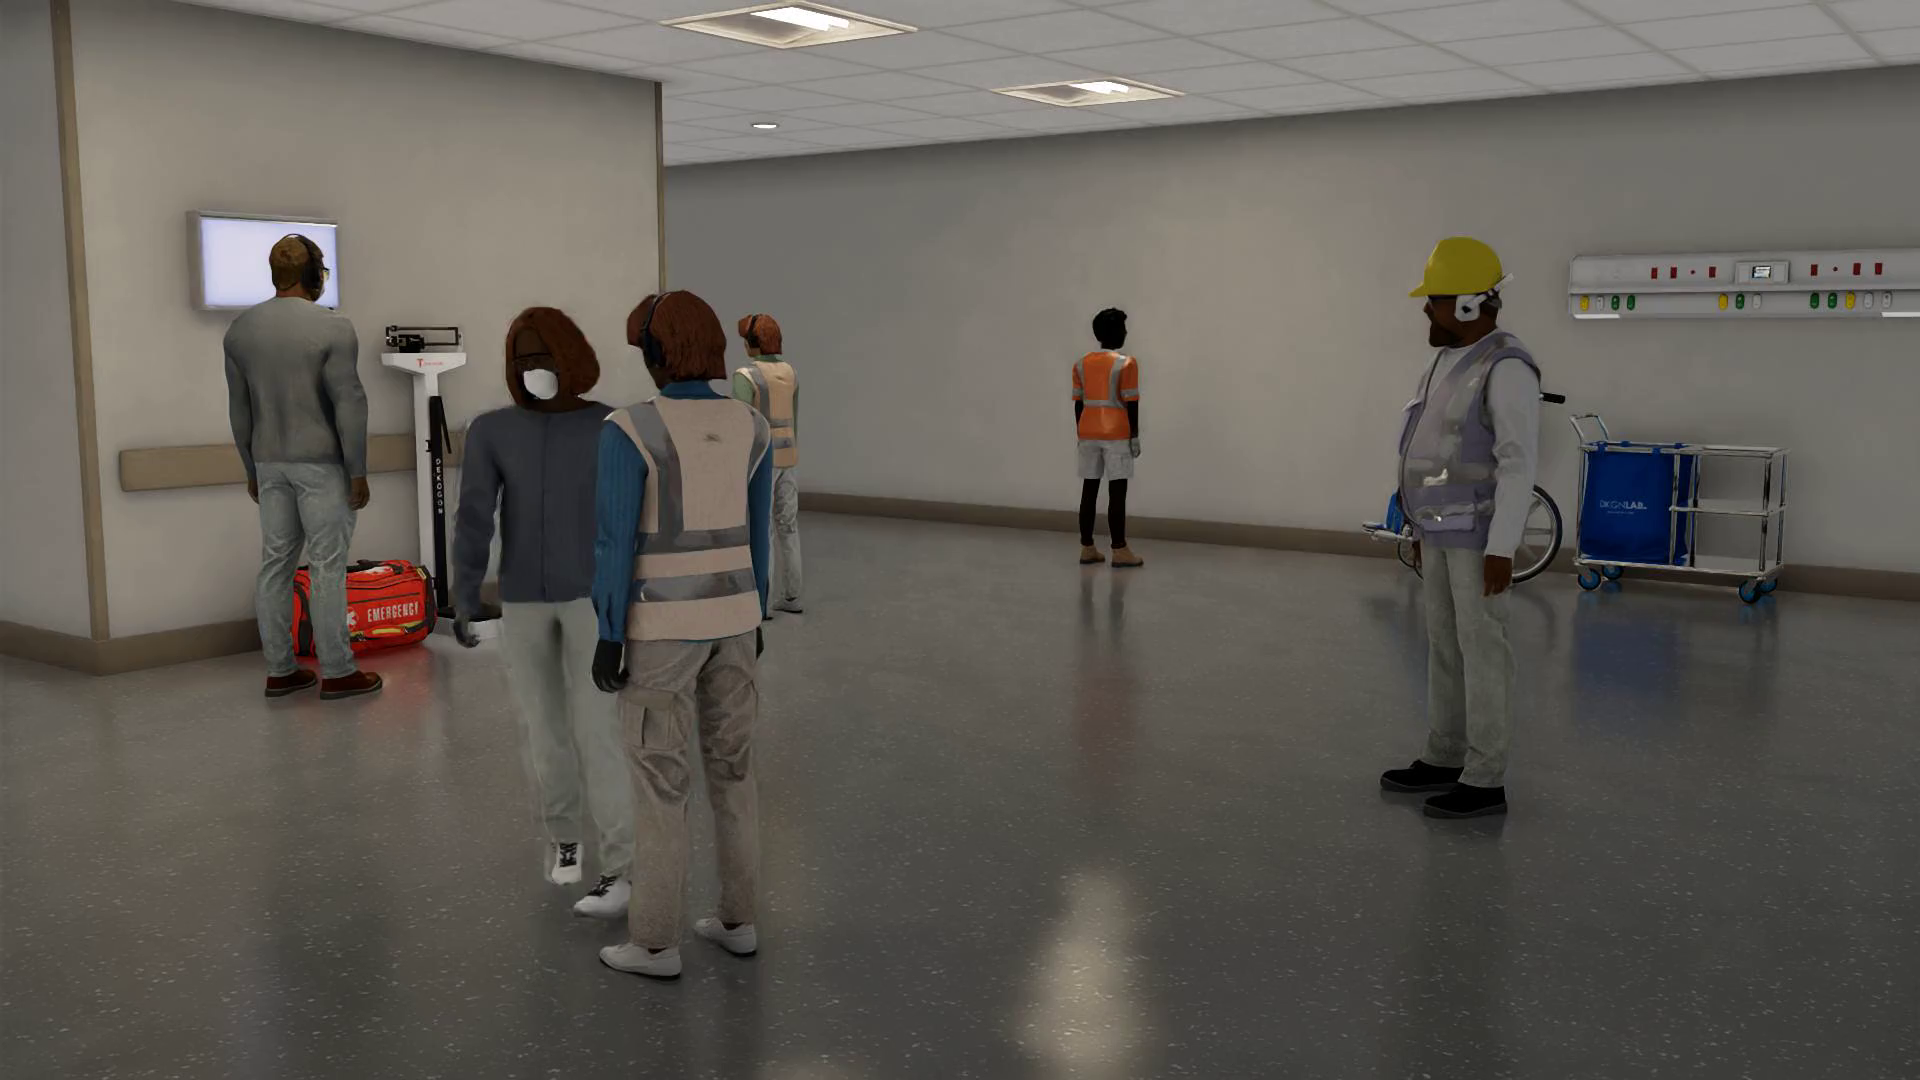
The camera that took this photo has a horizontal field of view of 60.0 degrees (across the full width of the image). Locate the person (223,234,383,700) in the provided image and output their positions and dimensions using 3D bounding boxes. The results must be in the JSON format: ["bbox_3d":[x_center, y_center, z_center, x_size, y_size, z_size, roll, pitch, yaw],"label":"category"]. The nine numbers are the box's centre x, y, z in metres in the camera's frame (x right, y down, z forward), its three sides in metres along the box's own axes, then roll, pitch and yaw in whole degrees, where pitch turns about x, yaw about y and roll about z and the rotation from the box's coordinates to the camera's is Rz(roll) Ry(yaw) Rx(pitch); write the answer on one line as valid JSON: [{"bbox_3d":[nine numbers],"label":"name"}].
[{"bbox_3d":[-2.740,-0.297,6.948,0.630,1.940,0.372,2,7,16],"label":"person"}]

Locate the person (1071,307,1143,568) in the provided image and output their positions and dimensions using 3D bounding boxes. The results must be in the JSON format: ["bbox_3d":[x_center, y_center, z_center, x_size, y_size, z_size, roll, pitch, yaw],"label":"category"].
[{"bbox_3d":[0.963,-0.669,10.897,0.533,1.698,0.322,7,10,44],"label":"person"}]

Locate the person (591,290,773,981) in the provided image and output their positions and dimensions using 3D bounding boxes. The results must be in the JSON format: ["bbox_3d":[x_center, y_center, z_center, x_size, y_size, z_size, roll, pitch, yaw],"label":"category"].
[{"bbox_3d":[-0.649,0.224,3.987,0.321,1.631,0.522,6,9,40],"label":"person"}]

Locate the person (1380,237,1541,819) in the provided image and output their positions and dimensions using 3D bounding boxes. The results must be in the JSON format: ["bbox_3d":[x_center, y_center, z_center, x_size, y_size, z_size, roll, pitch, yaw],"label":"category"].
[{"bbox_3d":[1.594,-0.036,5.290,0.404,1.828,0.591,-1,7,-7],"label":"person"}]

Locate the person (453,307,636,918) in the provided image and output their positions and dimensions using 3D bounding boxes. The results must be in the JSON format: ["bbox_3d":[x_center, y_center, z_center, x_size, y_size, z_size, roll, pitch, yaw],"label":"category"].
[{"bbox_3d":[-1.073,0.194,4.410,0.535,1.605,0.581,0,7,3],"label":"person"}]

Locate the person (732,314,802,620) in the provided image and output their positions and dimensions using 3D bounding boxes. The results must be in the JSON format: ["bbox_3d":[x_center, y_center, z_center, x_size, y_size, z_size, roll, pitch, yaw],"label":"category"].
[{"bbox_3d":[-1.037,-0.388,8.921,0.314,1.632,0.517,4,8,31],"label":"person"}]
